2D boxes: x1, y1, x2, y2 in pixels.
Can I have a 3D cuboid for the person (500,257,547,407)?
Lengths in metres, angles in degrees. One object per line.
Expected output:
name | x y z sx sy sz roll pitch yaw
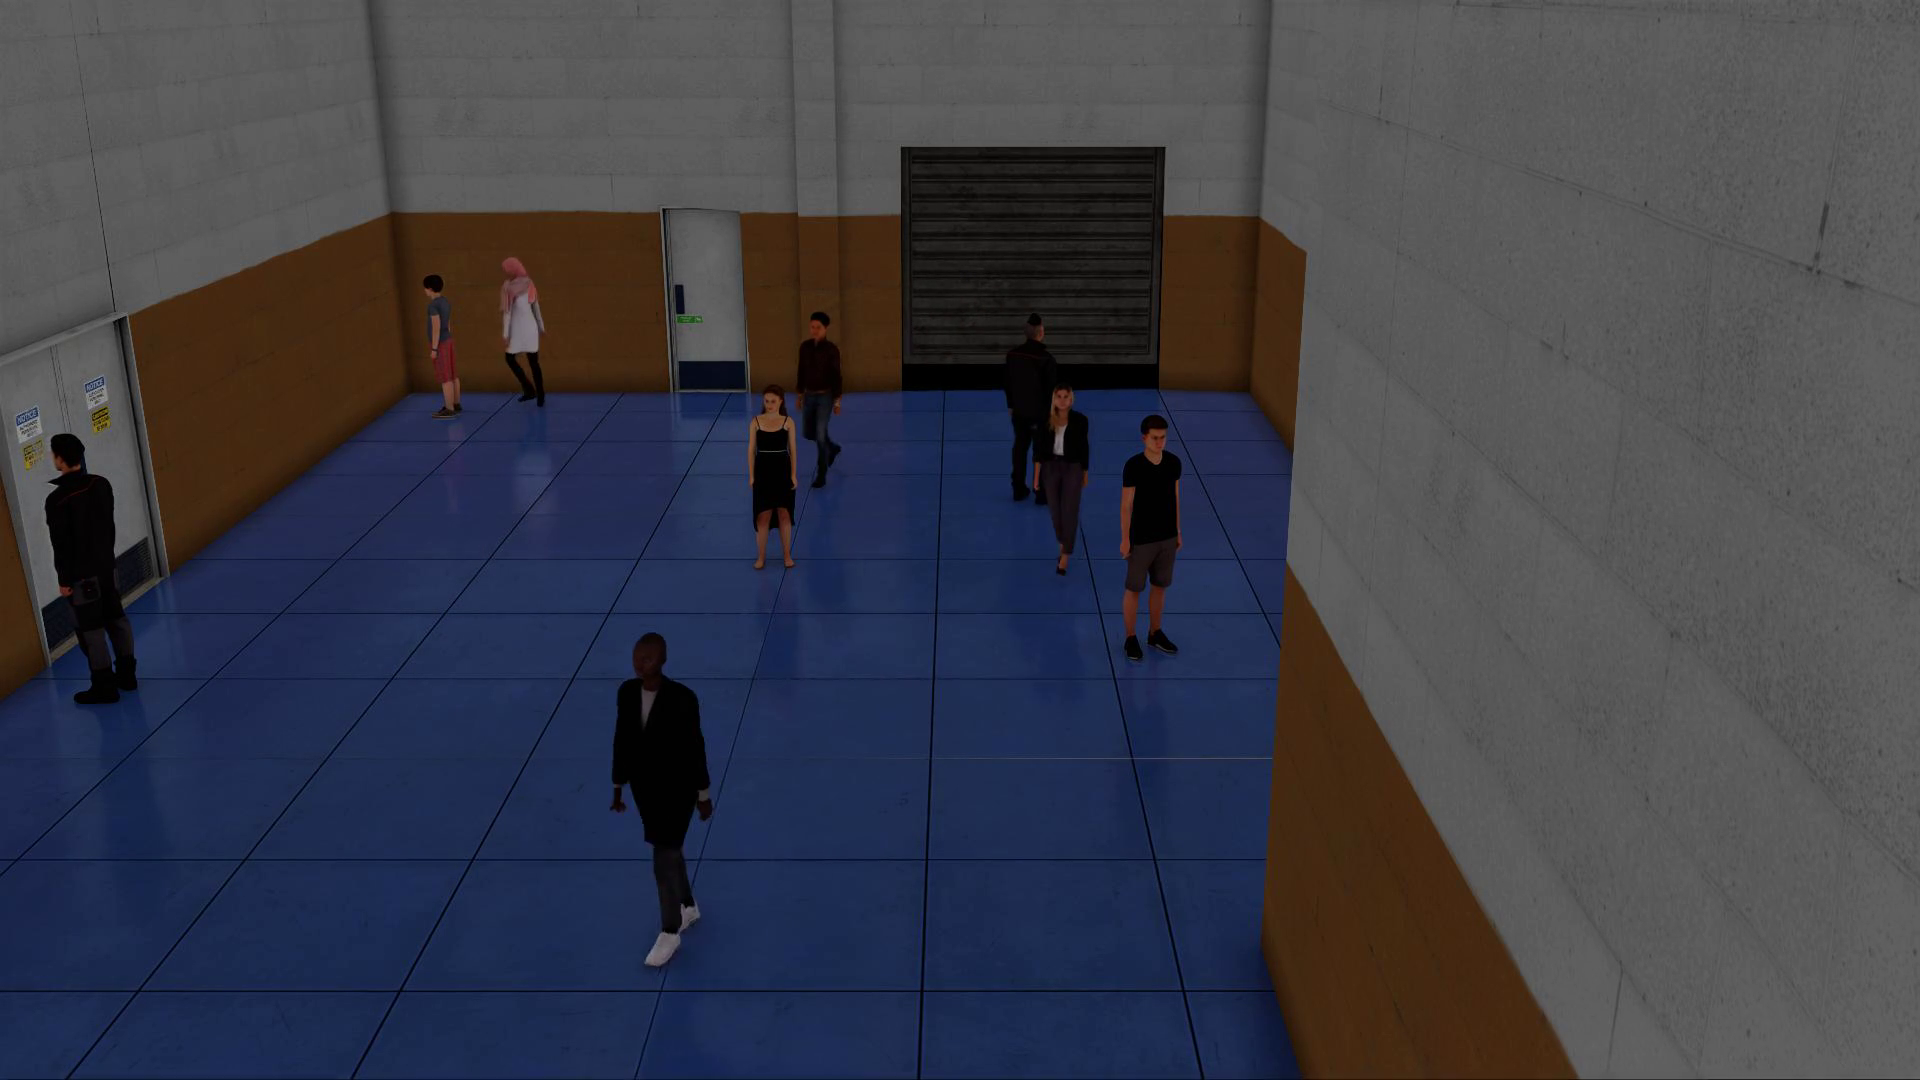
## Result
person | -5.175 -2.442 19.739 0.912 1.782 0.907 18 25 42

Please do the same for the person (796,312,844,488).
person | -1.385 -1.433 16.777 0.972 1.763 0.956 9 21 25

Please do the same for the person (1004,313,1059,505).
person | 0.703 -1.292 16.162 0.809 1.866 0.913 14 23 35

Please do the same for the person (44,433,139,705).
person | -6.120 0.187 11.686 0.663 1.946 0.748 4 19 11

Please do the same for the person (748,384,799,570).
person | -1.616 -0.564 14.414 0.527 1.626 0.651 -2 19 -6

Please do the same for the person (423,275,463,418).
person | -6.045 -2.269 19.415 0.543 1.649 0.620 2 19 6

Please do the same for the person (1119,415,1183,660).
person | 1.440 -0.046 12.510 0.678 1.861 0.831 -9 20 -24

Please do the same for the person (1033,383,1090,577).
person | 0.895 -0.553 14.353 0.951 1.645 0.813 4 19 13

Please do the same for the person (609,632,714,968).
person | -1.495 1.285 8.743 0.902 1.746 0.940 10 21 28
